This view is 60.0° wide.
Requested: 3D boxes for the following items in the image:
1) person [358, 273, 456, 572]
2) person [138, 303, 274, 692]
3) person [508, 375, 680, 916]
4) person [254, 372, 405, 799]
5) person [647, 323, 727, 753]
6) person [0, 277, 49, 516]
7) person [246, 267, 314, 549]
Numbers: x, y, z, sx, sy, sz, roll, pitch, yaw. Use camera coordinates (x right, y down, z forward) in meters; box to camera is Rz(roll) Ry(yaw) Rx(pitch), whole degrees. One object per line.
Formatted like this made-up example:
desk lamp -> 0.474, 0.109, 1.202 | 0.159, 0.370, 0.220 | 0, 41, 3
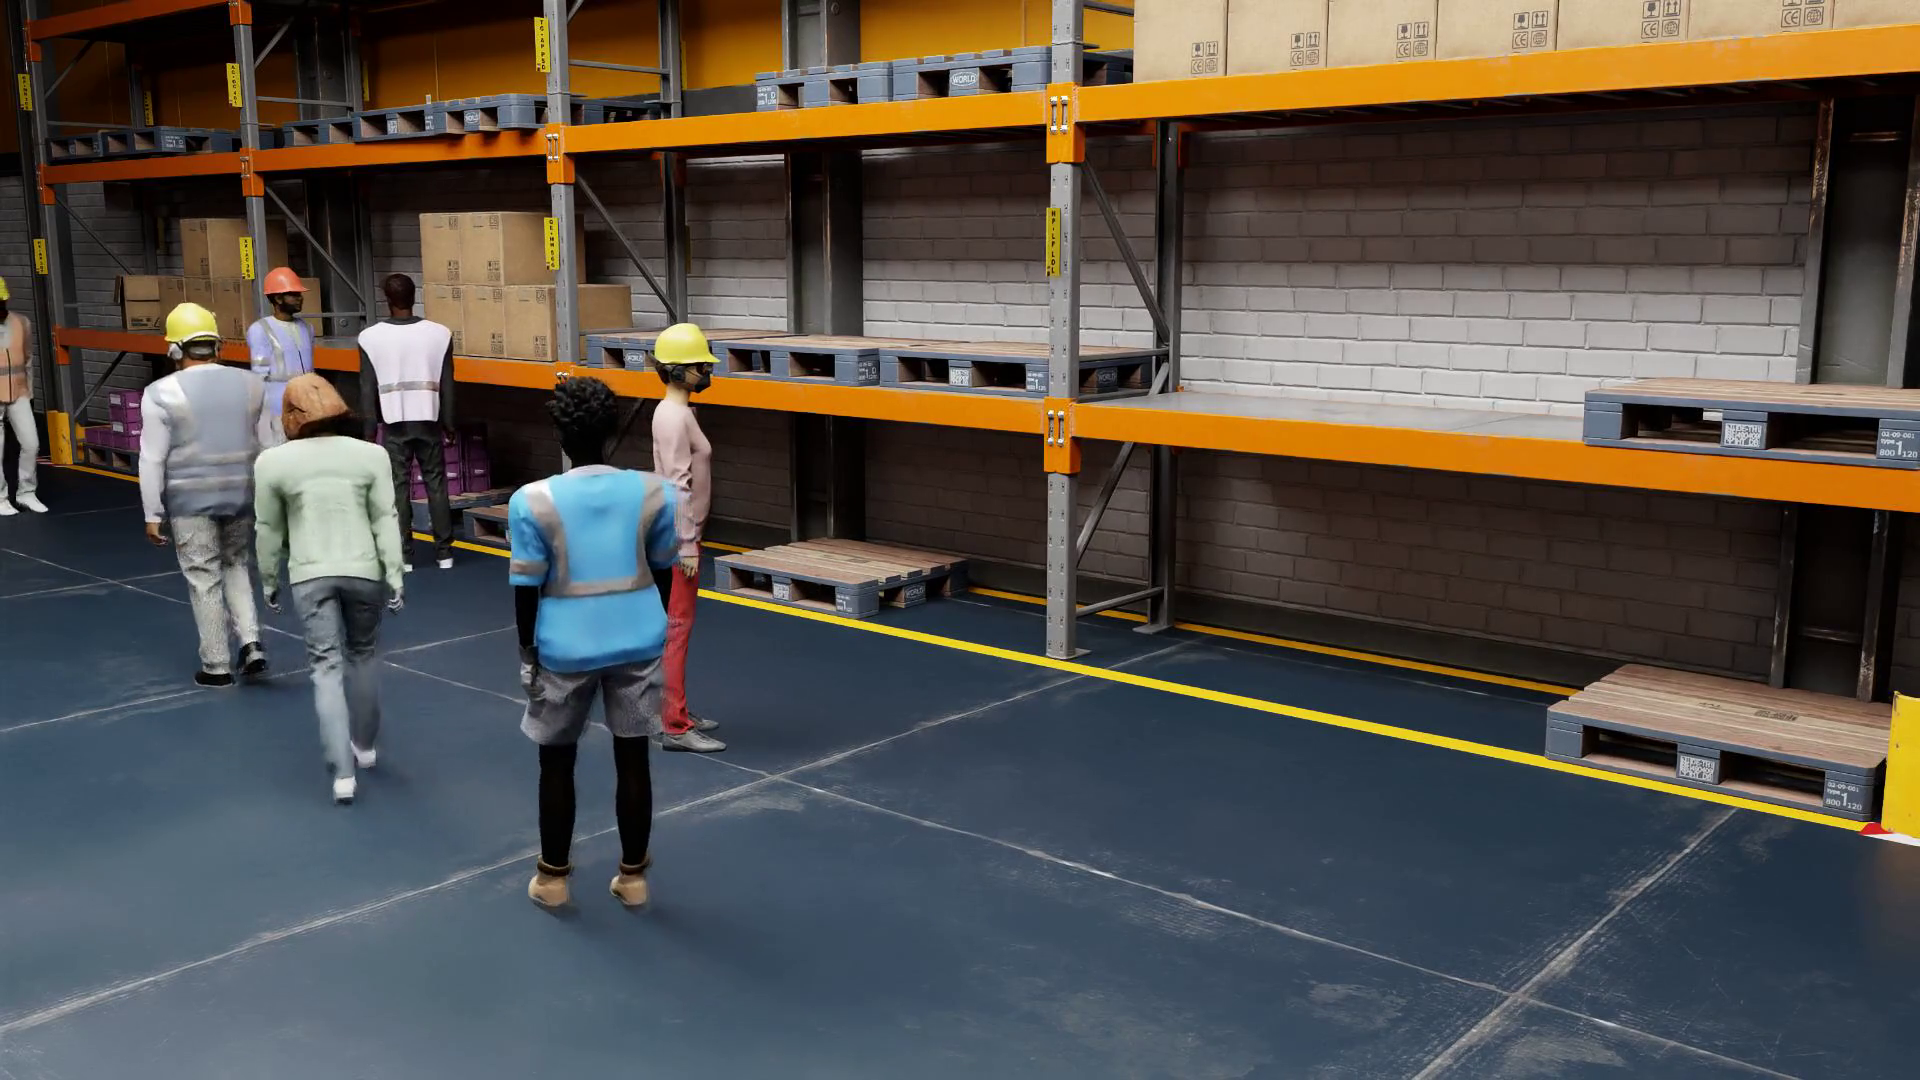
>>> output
person -> -3.530, -0.744, 10.691 | 0.591, 1.915, 0.391 | -5, 11, -26
person -> -3.506, -0.186, 7.754 | 0.426, 1.821, 0.617 | 8, 13, 38
person -> -1.124, 0.336, 5.161 | 0.551, 1.693, 0.391 | -5, 11, -25
person -> -2.416, 0.162, 6.400 | 0.519, 1.596, 0.765 | -5, 11, -24
person -> -1.143, -0.009, 6.915 | 0.316, 1.769, 0.523 | -2, 10, -12
person -> -7.373, -1.103, 12.791 | 0.584, 1.884, 0.608 | 6, 12, 32
person -> -4.655, -0.917, 11.580 | 0.350, 1.941, 0.552 | 4, 11, 22
